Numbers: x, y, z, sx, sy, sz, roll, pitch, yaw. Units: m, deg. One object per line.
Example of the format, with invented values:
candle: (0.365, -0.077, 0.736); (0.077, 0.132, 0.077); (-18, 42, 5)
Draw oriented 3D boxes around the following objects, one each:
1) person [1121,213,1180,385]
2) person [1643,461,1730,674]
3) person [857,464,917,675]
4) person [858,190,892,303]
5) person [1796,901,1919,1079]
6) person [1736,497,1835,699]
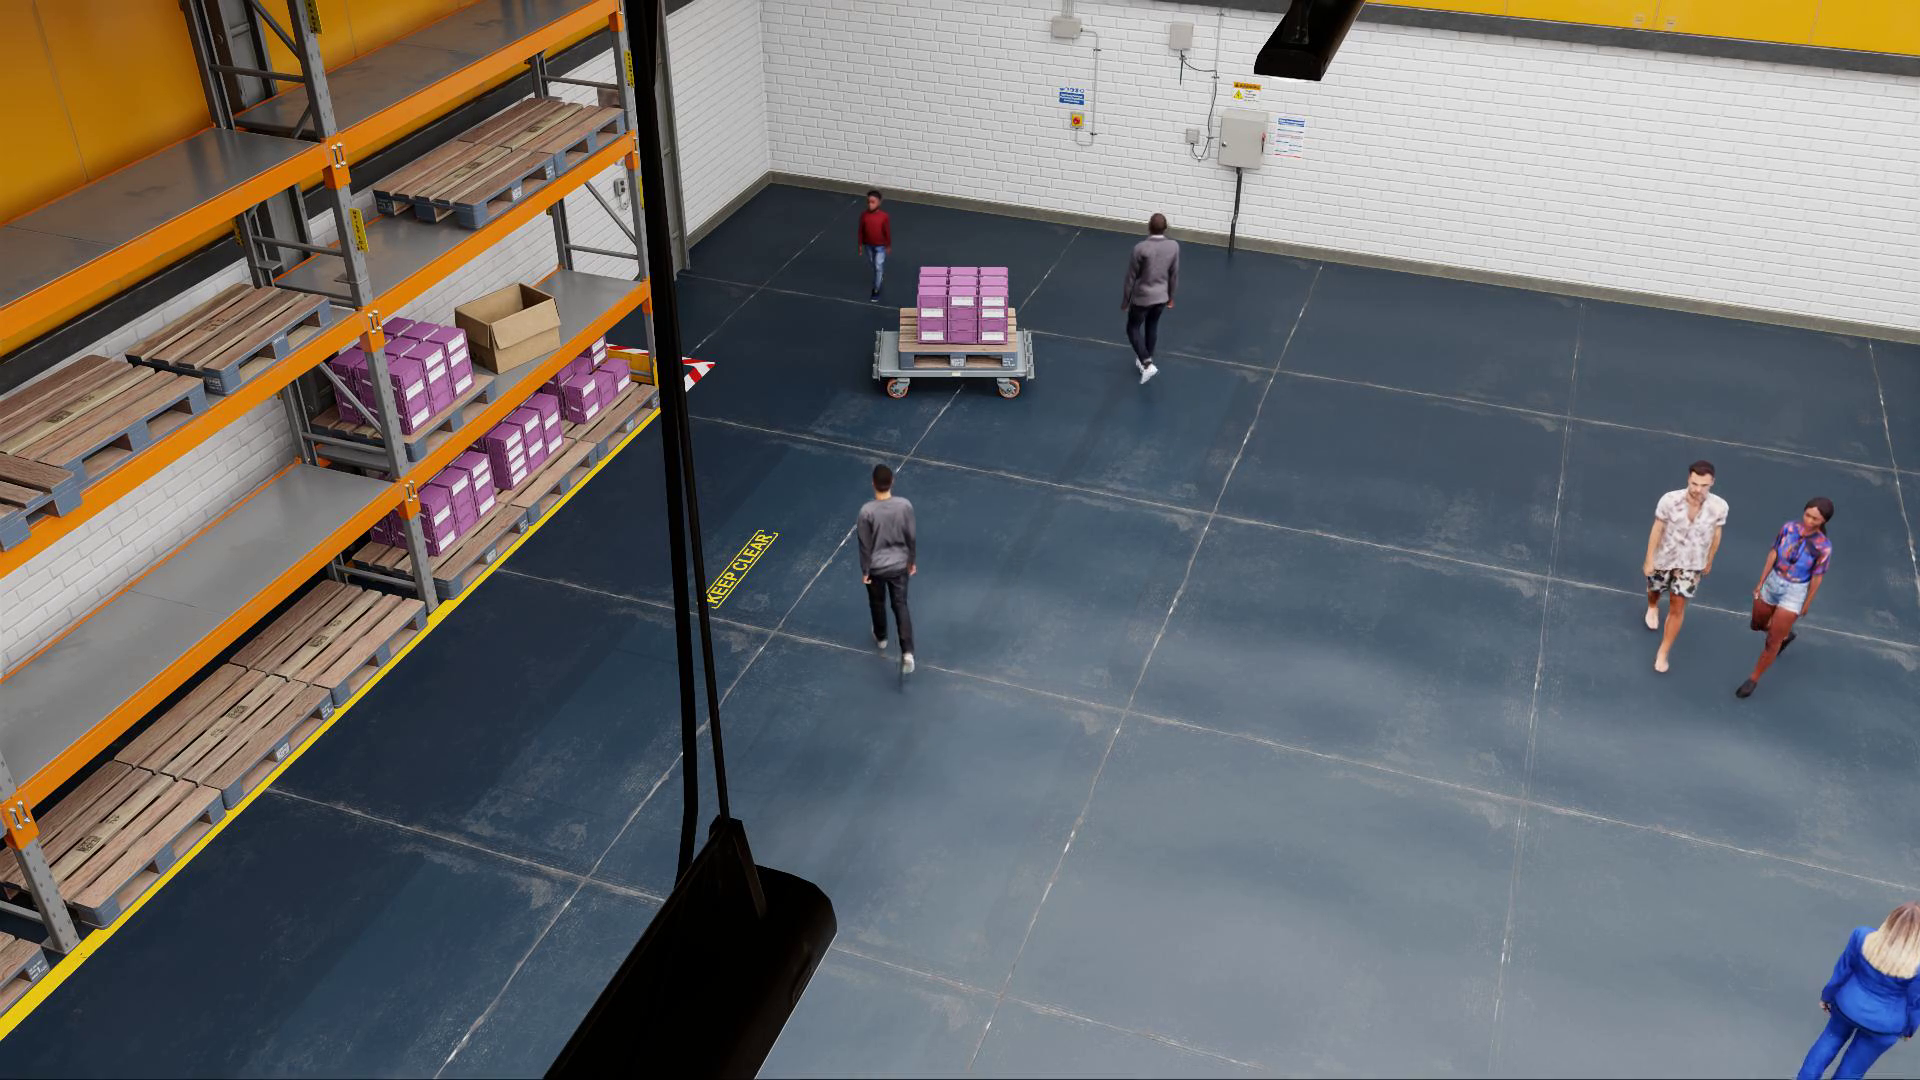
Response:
person: (1.938, -2.416, 16.870); (1.006, 1.803, 1.087); (-9, 35, -14)
person: (5.669, 0.094, 13.116); (0.694, 1.779, 1.101); (12, 35, 18)
person: (-0.547, 0.241, 12.926); (1.001, 1.744, 1.132); (-9, 35, -14)
person: (-0.943, -3.389, 18.851); (0.541, 1.230, 0.877); (10, 35, 14)
person: (5.011, 2.702, 9.273); (0.773, 1.689, 0.740); (-24, 41, -32)
person: (6.338, 0.396, 12.706); (1.037, 1.728, 0.921); (-20, 39, -27)
